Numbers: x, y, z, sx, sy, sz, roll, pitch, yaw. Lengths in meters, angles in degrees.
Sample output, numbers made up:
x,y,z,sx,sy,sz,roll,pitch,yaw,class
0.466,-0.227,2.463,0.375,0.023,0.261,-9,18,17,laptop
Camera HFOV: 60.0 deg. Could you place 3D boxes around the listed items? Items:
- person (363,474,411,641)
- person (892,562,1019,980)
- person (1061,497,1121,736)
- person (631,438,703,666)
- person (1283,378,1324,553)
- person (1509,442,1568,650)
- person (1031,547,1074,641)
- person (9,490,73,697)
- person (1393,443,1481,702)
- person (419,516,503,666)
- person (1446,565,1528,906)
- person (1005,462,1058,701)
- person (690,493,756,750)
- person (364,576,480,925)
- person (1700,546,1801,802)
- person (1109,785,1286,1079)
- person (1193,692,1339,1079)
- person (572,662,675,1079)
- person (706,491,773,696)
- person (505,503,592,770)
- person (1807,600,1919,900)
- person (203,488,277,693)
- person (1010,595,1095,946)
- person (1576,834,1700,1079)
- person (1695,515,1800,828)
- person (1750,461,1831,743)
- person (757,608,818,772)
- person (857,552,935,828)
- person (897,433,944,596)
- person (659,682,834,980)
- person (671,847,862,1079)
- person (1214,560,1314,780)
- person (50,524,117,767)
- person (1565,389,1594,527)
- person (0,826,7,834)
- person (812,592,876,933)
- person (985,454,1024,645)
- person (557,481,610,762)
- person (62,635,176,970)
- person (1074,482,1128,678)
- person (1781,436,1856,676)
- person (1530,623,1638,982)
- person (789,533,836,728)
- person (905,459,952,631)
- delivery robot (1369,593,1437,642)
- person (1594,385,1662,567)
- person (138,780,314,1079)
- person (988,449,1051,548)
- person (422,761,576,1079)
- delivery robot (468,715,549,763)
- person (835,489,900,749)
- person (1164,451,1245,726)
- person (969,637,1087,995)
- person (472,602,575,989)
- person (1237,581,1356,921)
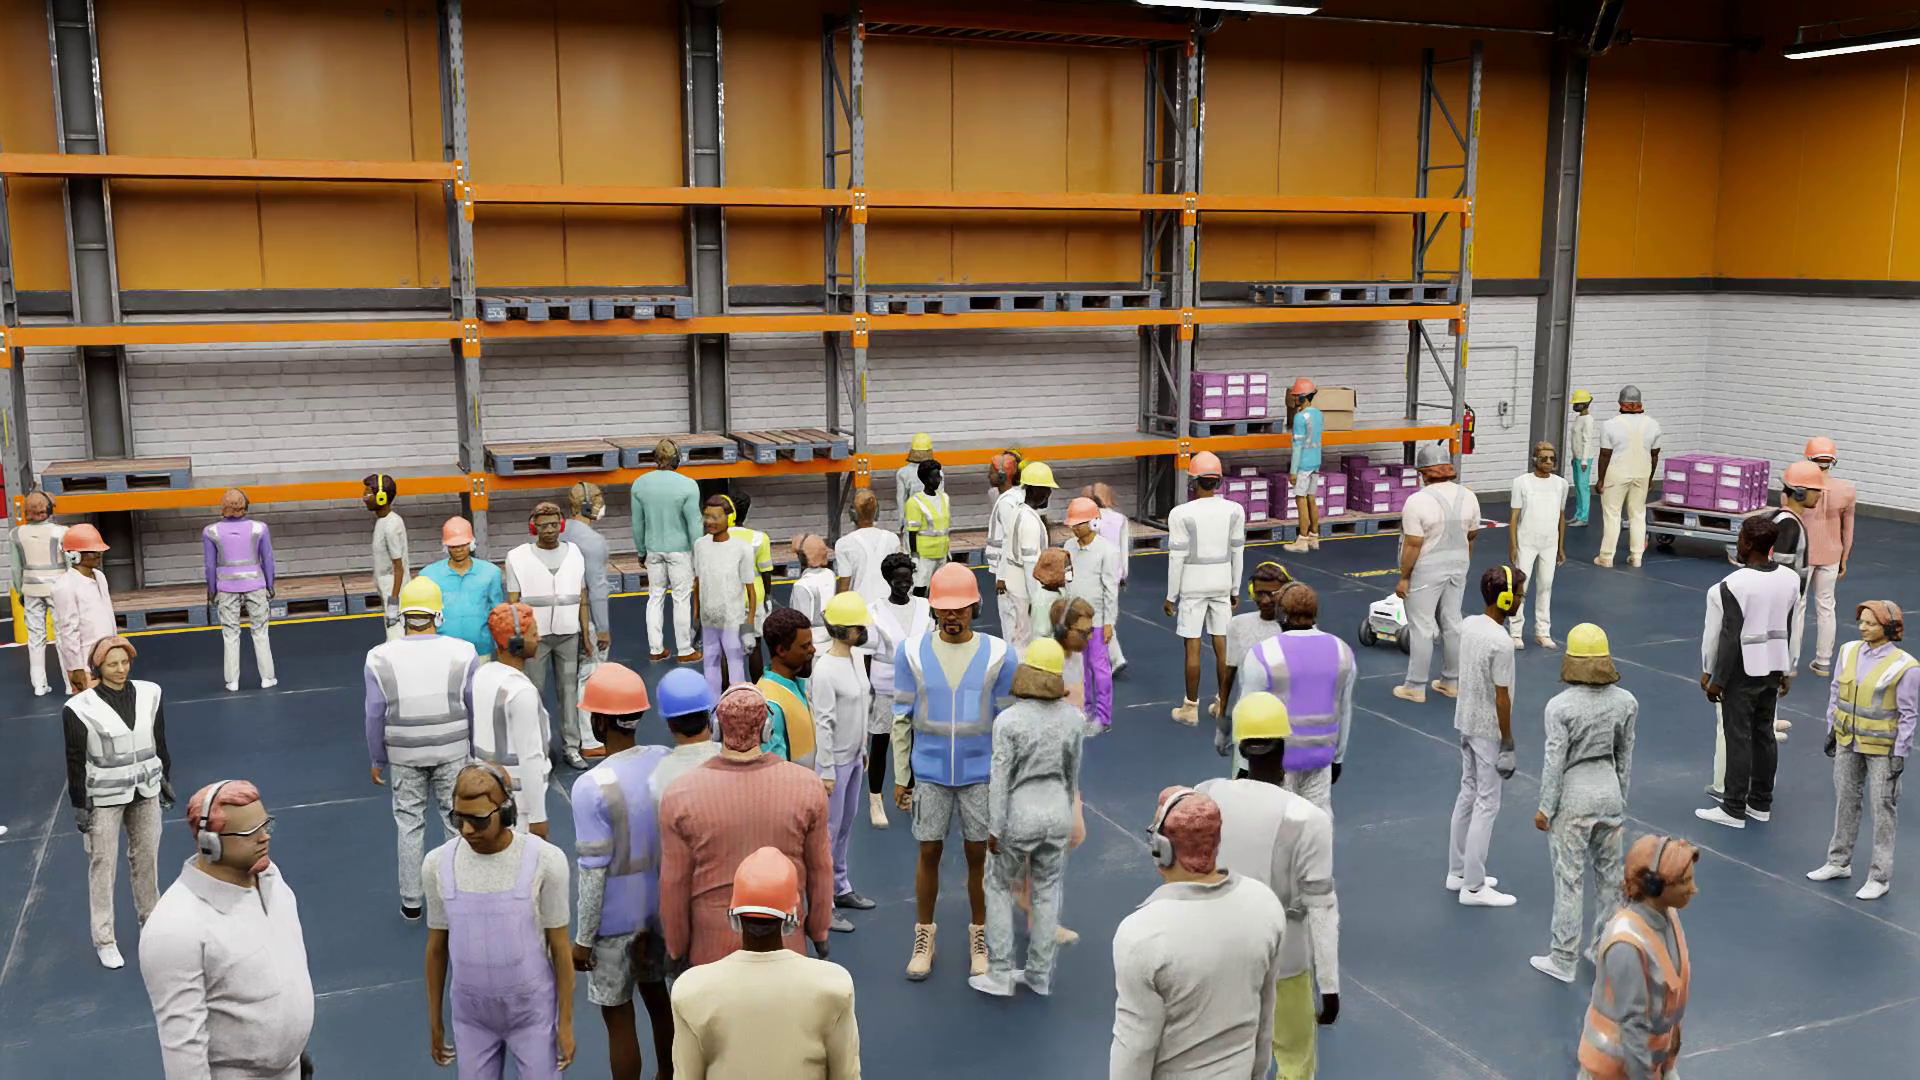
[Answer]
x,y,z,sx,sy,sz,roll,pitch,yaw,class
-4.255,0.433,12.412,0.325,1.871,0.516,-4,11,-21,person
-0.026,1.113,7.995,0.607,2.044,0.374,0,10,2,person
0.918,0.546,12.131,0.356,1.742,0.575,-8,12,-37,person
-2.462,0.106,14.097,0.638,1.938,0.357,3,10,17,person
4.011,-0.873,19.471,0.406,2.035,0.608,7,12,36,person
5.096,0.053,14.673,0.508,1.847,0.345,-1,10,-3,person
0.588,0.848,10.695,0.279,1.634,0.497,3,10,18,person
-7.175,0.429,13.091,0.512,1.642,0.311,0,10,-2,person
3.675,0.240,13.033,0.673,2.000,0.535,-4,11,-23,person
-3.335,0.705,11.177,0.564,1.752,0.338,-4,11,-20,person
2.838,1.047,8.932,0.346,1.857,0.523,-1,10,-8,person
0.545,0.361,12.691,0.397,1.920,0.586,-1,10,-3,person
-1.635,0.603,11.420,0.519,1.876,0.331,5,11,26,person
-2.780,1.096,8.700,0.603,1.830,0.404,-3,10,-17,person
5.005,0.807,10.585,0.564,1.752,0.339,2,10,13,person
0.682,1.684,5.106,0.651,1.904,0.404,-7,12,-35,person
1.116,1.519,6.080,0.685,1.906,0.482,8,13,38,person
-1.313,1.429,6.478,0.359,1.938,0.547,6,11,29,person
-1.692,0.468,12.706,0.540,1.694,0.317,0,10,-2,person
-2.757,0.655,11.202,0.565,1.846,0.390,-6,11,-30,person
4.953,1.127,9.072,0.309,1.641,0.514,-4,11,-21,person
-5.726,0.401,13.258,0.510,1.640,0.308,-4,10,-20,person
0.431,1.153,8.422,0.512,1.820,0.513,7,12,33,person
2.302,1.768,5.486,0.807,1.602,0.526,9,13,42,person
4.826,0.801,10.146,0.590,1.922,0.392,-5,11,-27,person
5.931,0.440,11.943,0.457,2.029,0.618,5,11,28,person
-0.805,1.249,7.576,0.391,1.916,0.590,0,10,-1,person
-0.372,0.907,10.178,0.541,1.696,0.315,-5,11,-27,person
-0.372,-0.174,16.272,0.484,1.745,0.297,3,10,14,person
-0.806,1.476,6.299,0.652,1.906,0.402,-2,10,-14,person
-0.576,1.775,5.011,0.568,1.751,0.329,-1,10,-6,person
1.656,1.024,9.056,0.526,1.858,0.503,4,10,20,person
-5.667,0.759,10.868,0.328,1.752,0.563,-1,10,-5,person
7.915,-1.044,21.250,0.340,1.761,0.524,1,10,6,person
-5.996,0.995,9.889,0.503,1.628,0.276,2,10,12,person
-0.593,1.136,8.664,0.333,1.766,0.530,3,10,18,person
0.378,0.237,13.496,0.337,1.882,0.585,1,10,7,person
-2.599,0.556,11.505,0.366,1.938,0.630,-8,12,-37,person
-4.145,1.273,8.233,0.306,1.639,0.523,6,12,31,person
1.211,0.320,13.798,0.517,1.610,0.761,-7,12,-34,person
7.033,0.141,13.735,0.614,1.994,0.381,0,10,2,person
2.999,1.260,8.028,0.483,1.738,0.313,-2,10,-14,person
-0.984,0.762,11.183,0.306,1.637,0.522,3,10,19,person
-0.264,0.130,14.653,0.315,1.696,0.541,8,13,38,person
3.951,0.633,14.772,0.707,0.478,0.477,-9,13,-43,delivery robot
7.391,-0.716,18.539,0.689,2.000,0.539,-1,10,-4,person
-2.209,1.670,5.175,0.406,1.910,0.639,1,10,5,person
0.549,0.094,14.549,0.594,1.839,0.852,2,10,9,person
-1.558,1.624,5.662,0.519,1.835,0.345,1,10,3,person
-3.110,1.280,11.047,0.707,0.478,0.477,-6,11,-30,delivery robot
-0.658,0.556,11.771,0.517,1.843,0.326,-6,12,-31,person
1.797,0.360,12.326,0.605,2.045,0.377,-3,10,-17,person
0.318,1.305,7.813,0.541,1.725,0.362,-4,11,-24,person
-2.093,1.223,7.827,0.358,1.882,0.574,-7,12,-37,person
1.712,1.123,8.564,0.633,1.835,0.431,-3,10,-19,person
